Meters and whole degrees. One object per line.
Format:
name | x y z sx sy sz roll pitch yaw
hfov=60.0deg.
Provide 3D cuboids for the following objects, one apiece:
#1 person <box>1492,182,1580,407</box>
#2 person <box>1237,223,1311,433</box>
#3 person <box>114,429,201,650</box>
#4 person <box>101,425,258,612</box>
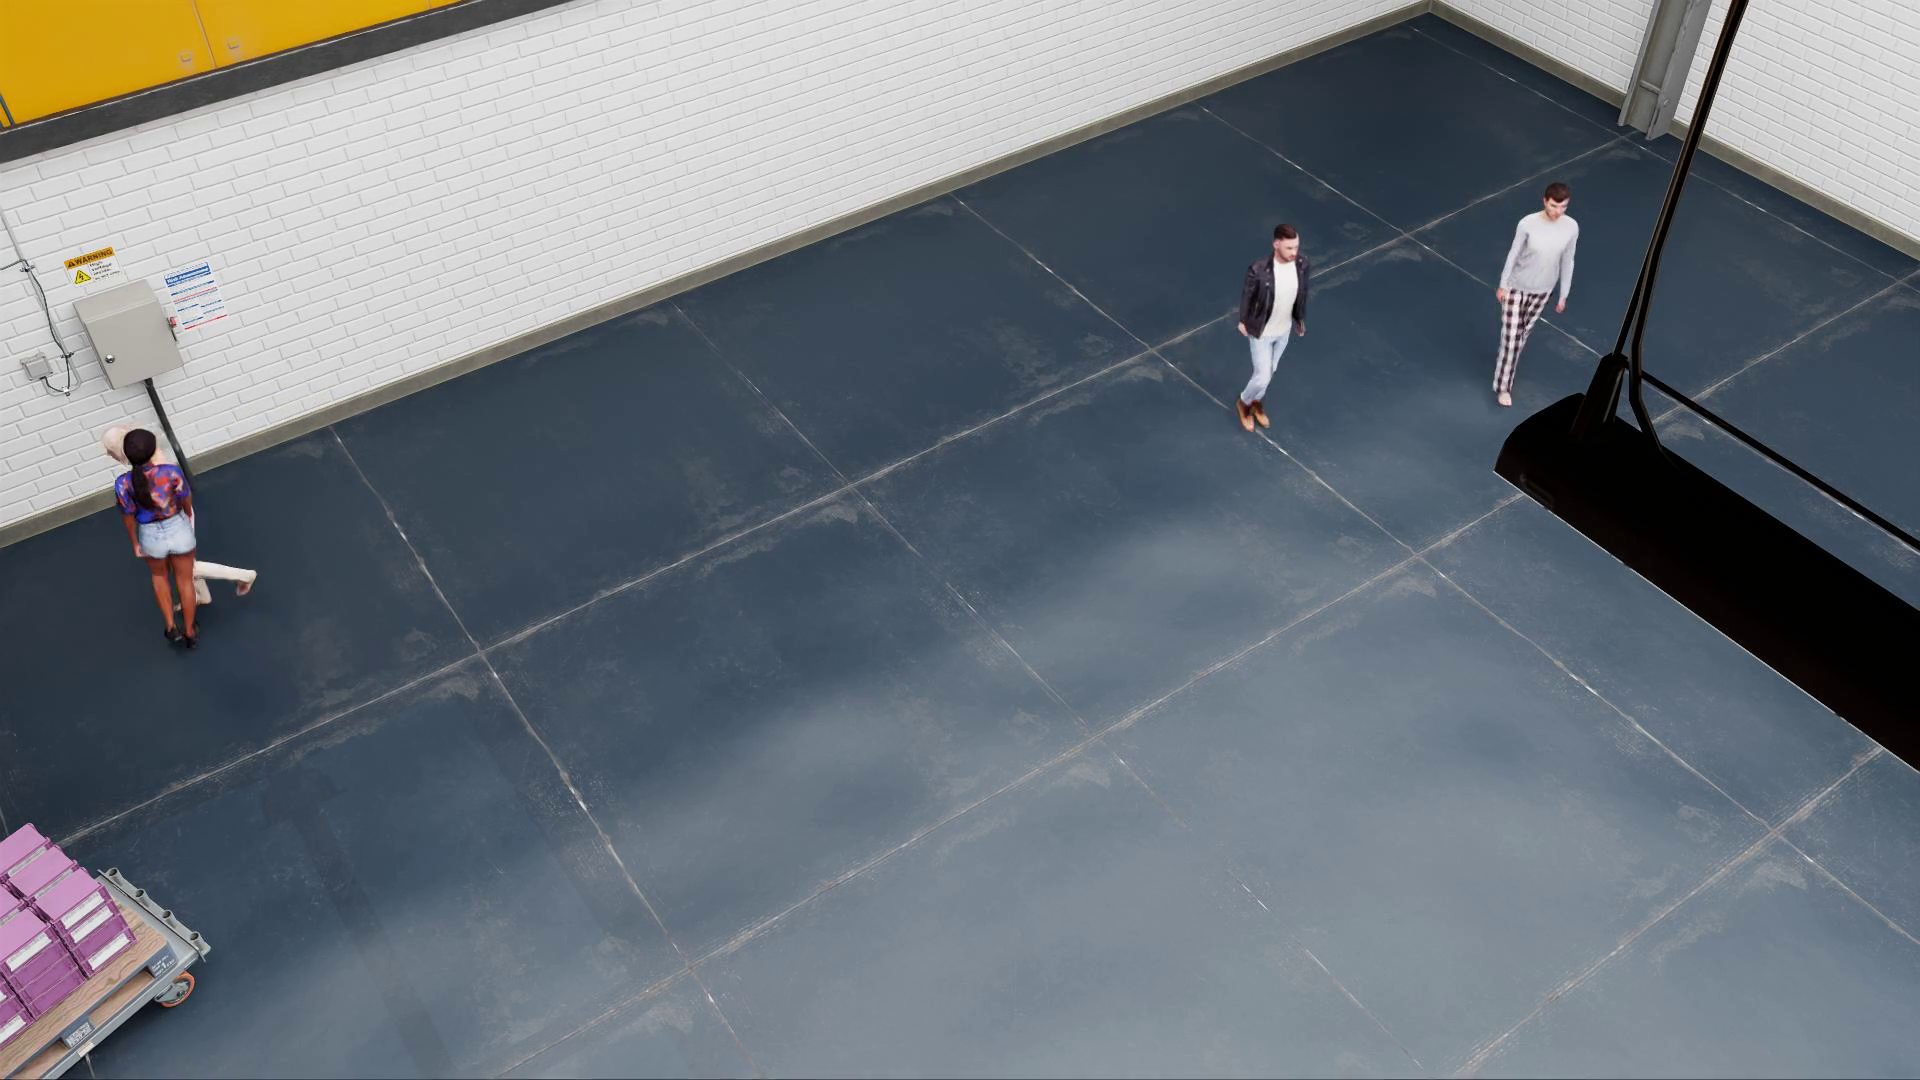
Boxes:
person | 4.435 -2.026 12.981 0.978 1.826 1.095 0 44 1
person | 2.311 -1.660 12.596 0.691 1.826 0.636 -18 46 -18
person | -5.155 0.051 10.882 0.731 1.714 0.712 -20 47 -20
person | -5.173 -0.142 11.087 0.794 1.710 0.833 -14 45 -15
